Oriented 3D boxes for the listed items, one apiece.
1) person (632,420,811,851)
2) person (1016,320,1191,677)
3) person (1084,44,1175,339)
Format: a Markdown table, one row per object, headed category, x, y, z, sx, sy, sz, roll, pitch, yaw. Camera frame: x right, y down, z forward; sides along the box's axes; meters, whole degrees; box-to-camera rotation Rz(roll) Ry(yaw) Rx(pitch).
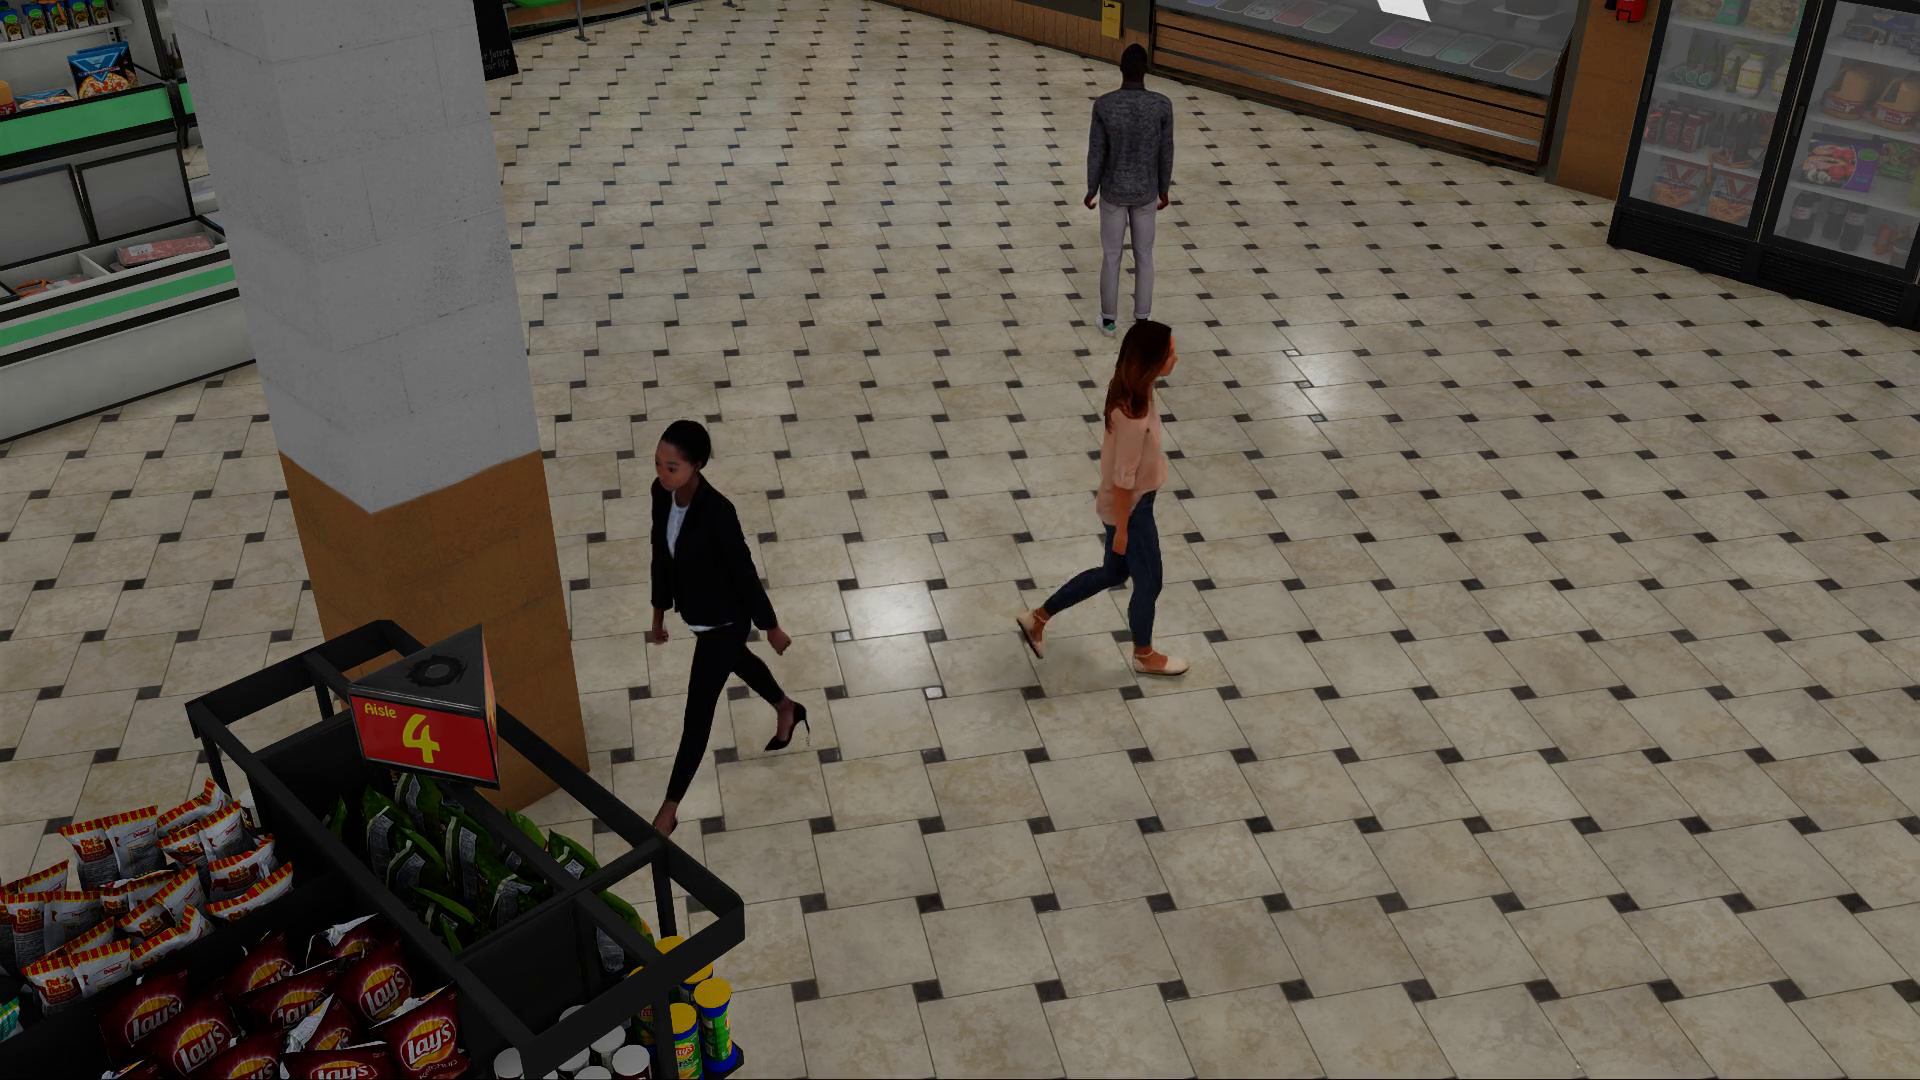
| category | x | y | z | sx | sy | sz | roll | pitch | yaw |
| --- | --- | --- | --- | --- | --- | --- | --- | --- | --- |
| person | -0.876 | 0.325 | 6.401 | 1.224 | 1.760 | 0.640 | -27 | 41 | -36 |
| person | 0.636 | -0.136 | 7.133 | 1.071 | 1.769 | 1.053 | 4 | 32 | 6 |
| person | 1.046 | -2.148 | 10.300 | 0.740 | 1.839 | 0.807 | -1 | 32 | -1 |
